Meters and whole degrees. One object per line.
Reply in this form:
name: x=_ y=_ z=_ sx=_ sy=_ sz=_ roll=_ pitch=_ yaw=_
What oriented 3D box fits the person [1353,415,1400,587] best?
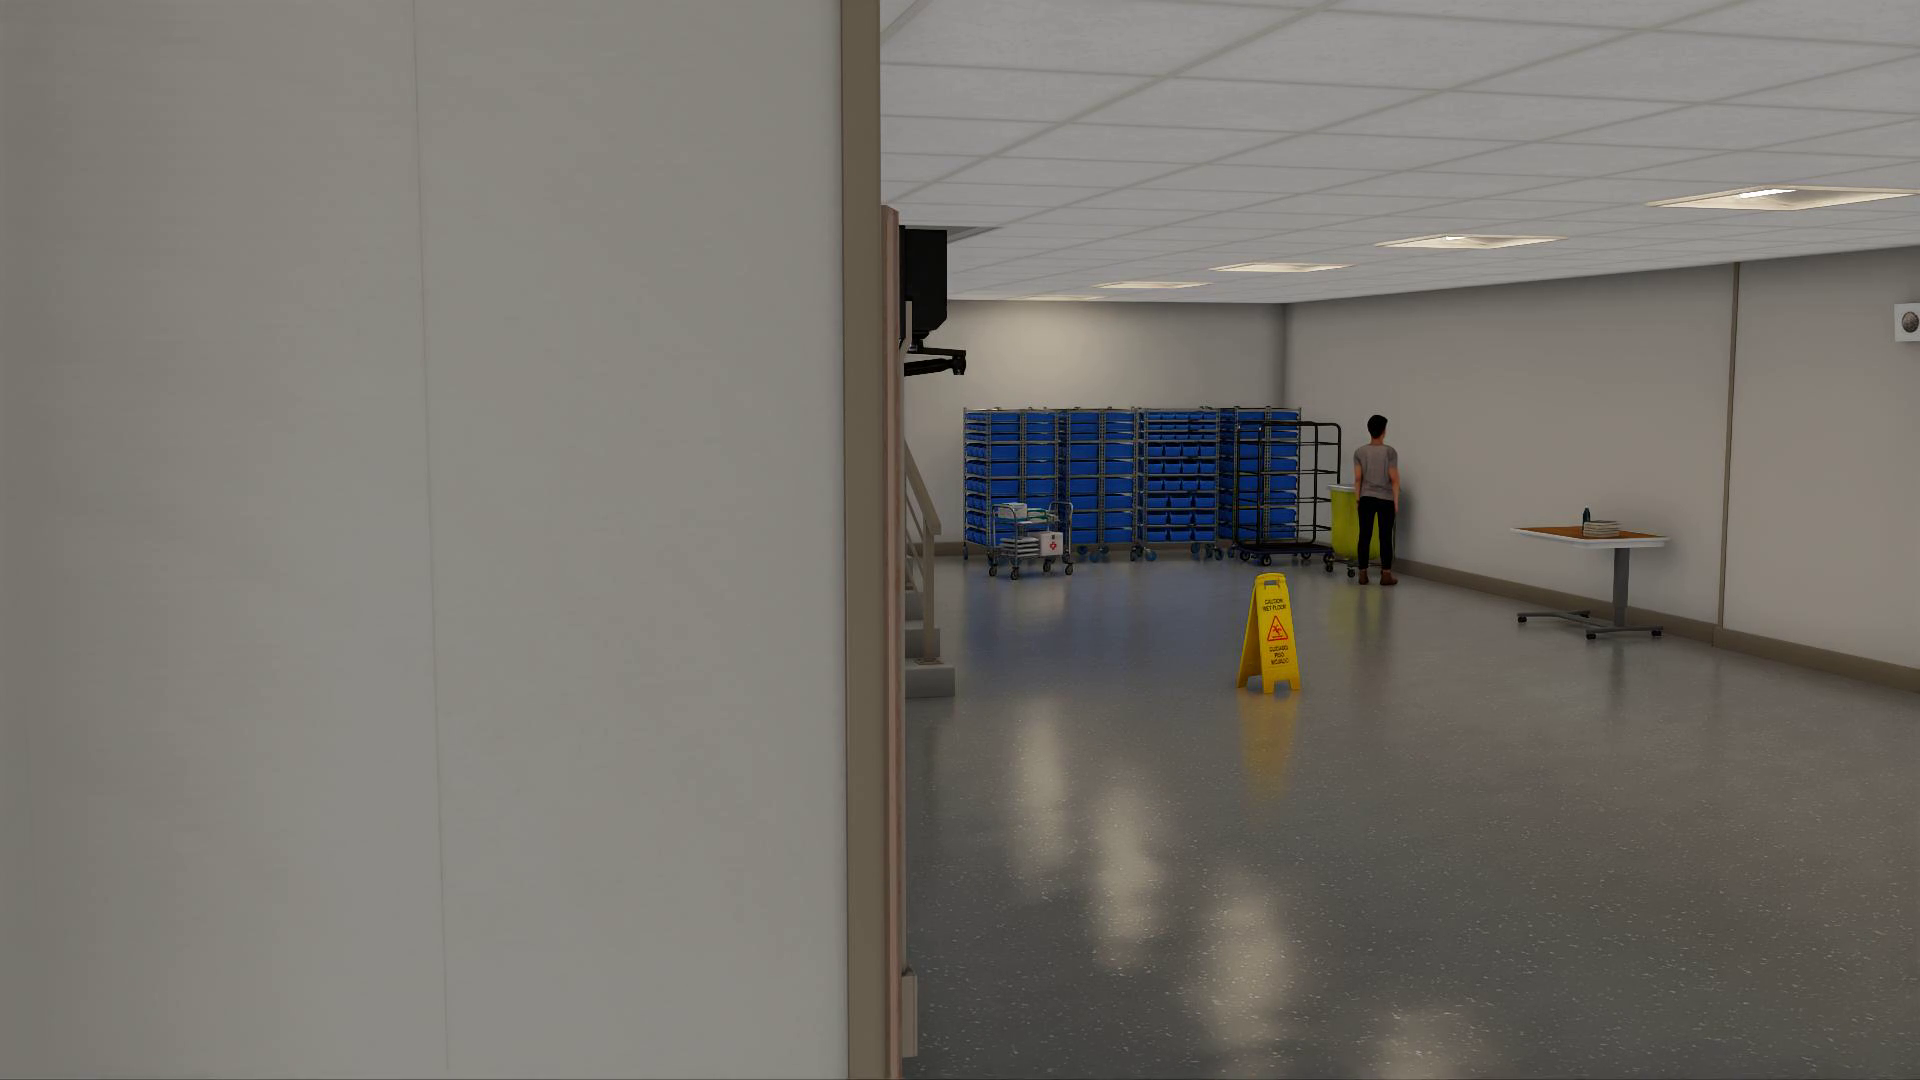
person: x=4.220 y=-0.413 z=16.859 sx=0.682 sy=1.724 sz=0.738 roll=3 pitch=7 yaw=29
